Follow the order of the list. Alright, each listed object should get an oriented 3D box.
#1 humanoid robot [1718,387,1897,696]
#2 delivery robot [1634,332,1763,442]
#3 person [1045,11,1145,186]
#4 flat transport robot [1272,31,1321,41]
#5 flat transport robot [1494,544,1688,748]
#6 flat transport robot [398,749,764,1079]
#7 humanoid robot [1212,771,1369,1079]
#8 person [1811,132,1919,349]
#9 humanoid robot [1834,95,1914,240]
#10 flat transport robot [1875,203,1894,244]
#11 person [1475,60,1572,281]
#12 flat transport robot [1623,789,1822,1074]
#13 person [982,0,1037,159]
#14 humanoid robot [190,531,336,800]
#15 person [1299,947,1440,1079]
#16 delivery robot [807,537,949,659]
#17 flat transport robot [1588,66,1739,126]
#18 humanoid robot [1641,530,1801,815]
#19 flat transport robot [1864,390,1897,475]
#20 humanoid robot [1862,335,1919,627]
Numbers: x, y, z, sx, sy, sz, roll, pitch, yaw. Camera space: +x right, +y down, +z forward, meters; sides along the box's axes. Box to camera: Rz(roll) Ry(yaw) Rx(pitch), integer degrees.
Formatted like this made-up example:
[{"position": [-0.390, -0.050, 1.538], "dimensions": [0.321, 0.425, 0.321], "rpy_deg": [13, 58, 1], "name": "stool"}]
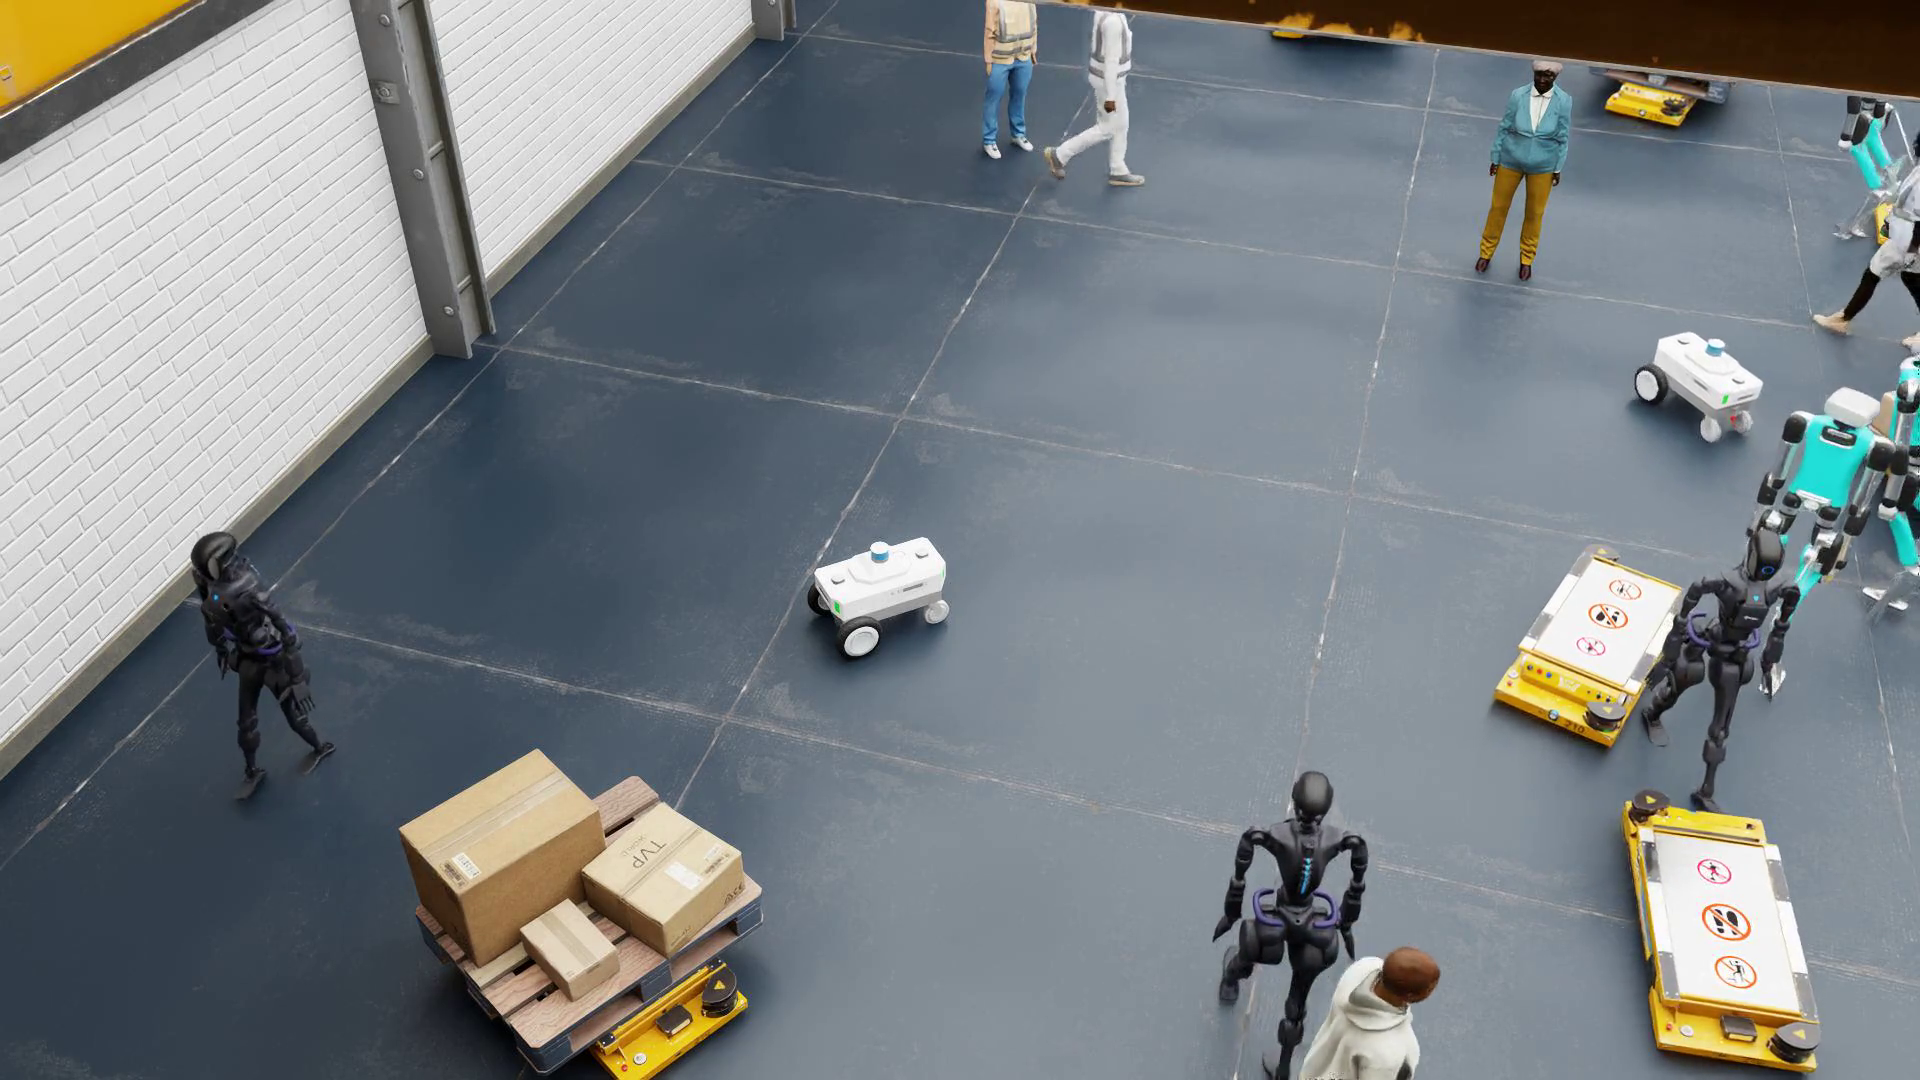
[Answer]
[{"position": [4.345, 0.091, 8.721], "dimensions": [0.530, 1.766, 0.708], "rpy_deg": [26, 45, 28], "name": "humanoid robot"}, {"position": [4.953, -1.073, 11.125], "dimensions": [0.499, 0.613, 0.796], "rpy_deg": [-14, 41, -17], "name": "delivery robot"}, {"position": [1.124, -3.693, 13.334], "dimensions": [0.760, 1.857, 0.597], "rpy_deg": [2, 39, 2], "name": "person"}, {"position": [3.793, -5.148, 16.408], "dimensions": [1.431, 0.231, 0.659], "rpy_deg": [3, 39, 4], "name": "flat transport robot"}, {"position": [3.584, 0.557, 9.312], "dimensions": [0.659, 0.231, 1.431], "rpy_deg": [24, 45, 27], "name": "flat transport robot"}, {"position": [-1.679, 1.866, 7.684], "dimensions": [0.659, 0.231, 1.431], "rpy_deg": [-31, 48, -32], "name": "flat transport robot"}, {"position": [1.367, 1.570, 6.949], "dimensions": [0.593, 1.630, 0.726], "rpy_deg": [2, 39, 2], "name": "humanoid robot"}, {"position": [6.631, -2.101, 11.521], "dimensions": [0.827, 1.647, 0.543], "rpy_deg": [24, 45, 27], "name": "person"}, {"position": [7.042, -3.090, 12.693], "dimensions": [0.537, 1.793, 0.755], "rpy_deg": [-26, 46, -29], "name": "humanoid robot"}, {"position": [7.957, -2.400, 12.990], "dimensions": [1.431, 0.231, 0.659], "rpy_deg": [14, 41, 16], "name": "flat transport robot"}, {"position": [4.167, -2.755, 12.253], "dimensions": [0.529, 1.747, 0.343], "rpy_deg": [13, 41, 16], "name": "person"}, {"position": [3.531, 1.790, 7.778], "dimensions": [0.659, 0.231, 1.431], "rpy_deg": [7, 39, 9], "name": "flat transport robot"}, {"position": [0.414, -4.040, 13.873], "dimensions": [0.487, 1.720, 0.379], "rpy_deg": [-19, 42, -22], "name": "person"}, {"position": [-3.452, 0.614, 8.131], "dimensions": [0.610, 1.641, 0.551], "rpy_deg": [17, 42, 20], "name": "humanoid robot"}, {"position": [1.384, 2.066, 6.268], "dimensions": [0.724, 1.741, 0.555], "rpy_deg": [0, 39, 0], "name": "person"}, {"position": [-0.454, 0.264, 9.424], "dimensions": [0.745, 0.565, 0.499], "rpy_deg": [-17, 42, -20], "name": "delivery robot"}, {"position": [6.458, -4.187, 15.213], "dimensions": [0.659, 0.231, 1.431], "rpy_deg": [23, 44, 26], "name": "flat transport robot"}, {"position": [3.735, 0.578, 8.200], "dimensions": [0.599, 1.613, 0.821], "rpy_deg": [3, 39, 3], "name": "humanoid robot"}, {"position": [6.397, -0.307, 10.386], "dimensions": [0.659, 0.231, 1.431], "rpy_deg": [-14, 41, -16], "name": "flat transport robot"}, {"position": [5.361, -0.231, 9.182], "dimensions": [0.800, 1.840, 0.534], "rpy_deg": [28, 47, 31], "name": "humanoid robot"}]
